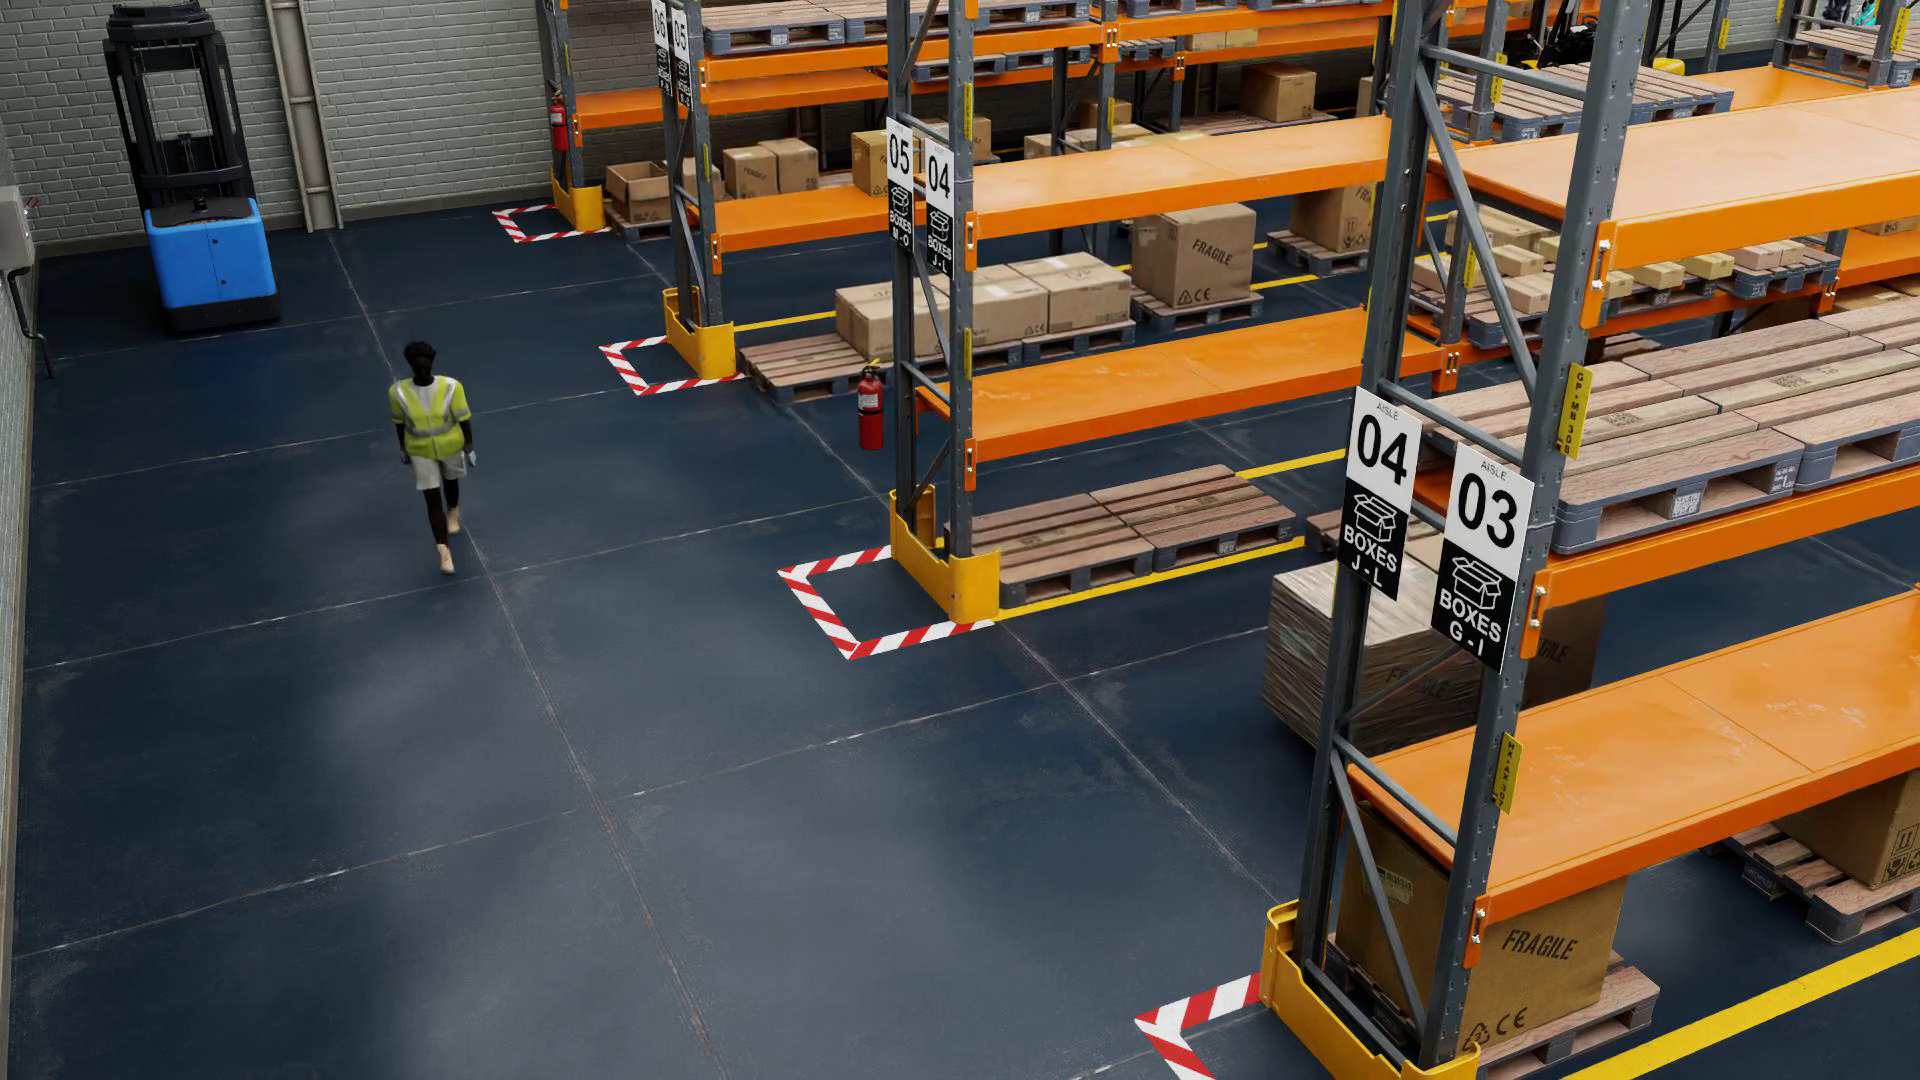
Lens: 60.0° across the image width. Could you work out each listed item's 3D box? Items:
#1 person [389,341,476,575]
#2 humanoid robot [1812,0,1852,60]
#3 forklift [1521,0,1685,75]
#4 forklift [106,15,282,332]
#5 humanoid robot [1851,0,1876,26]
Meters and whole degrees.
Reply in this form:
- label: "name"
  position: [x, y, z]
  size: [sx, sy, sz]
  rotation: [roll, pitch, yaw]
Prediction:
- label: "person"
  position: [-3.742, -0.670, 11.883]
  size: [0.532, 1.652, 0.879]
  rotation: [-9, 29, -16]
- label: "humanoid robot"
  position: [13.871, -8.266, 26.408]
  size: [0.415, 1.628, 0.613]
  rotation: [-1, 28, -3]
- label: "forklift"
  position: [8.950, -6.807, 23.056]
  size: [1.214, 2.155, 2.313]
  rotation: [-12, 30, -22]
- label: "forklift"
  position: [-7.548, -3.672, 16.323]
  size: [1.129, 2.768, 1.873]
  rotation: [-12, 30, -22]
- label: "humanoid robot"
  position: [14.727, -8.649, 26.922]
  size: [0.735, 1.681, 0.533]
  rotation: [-12, 30, -22]
